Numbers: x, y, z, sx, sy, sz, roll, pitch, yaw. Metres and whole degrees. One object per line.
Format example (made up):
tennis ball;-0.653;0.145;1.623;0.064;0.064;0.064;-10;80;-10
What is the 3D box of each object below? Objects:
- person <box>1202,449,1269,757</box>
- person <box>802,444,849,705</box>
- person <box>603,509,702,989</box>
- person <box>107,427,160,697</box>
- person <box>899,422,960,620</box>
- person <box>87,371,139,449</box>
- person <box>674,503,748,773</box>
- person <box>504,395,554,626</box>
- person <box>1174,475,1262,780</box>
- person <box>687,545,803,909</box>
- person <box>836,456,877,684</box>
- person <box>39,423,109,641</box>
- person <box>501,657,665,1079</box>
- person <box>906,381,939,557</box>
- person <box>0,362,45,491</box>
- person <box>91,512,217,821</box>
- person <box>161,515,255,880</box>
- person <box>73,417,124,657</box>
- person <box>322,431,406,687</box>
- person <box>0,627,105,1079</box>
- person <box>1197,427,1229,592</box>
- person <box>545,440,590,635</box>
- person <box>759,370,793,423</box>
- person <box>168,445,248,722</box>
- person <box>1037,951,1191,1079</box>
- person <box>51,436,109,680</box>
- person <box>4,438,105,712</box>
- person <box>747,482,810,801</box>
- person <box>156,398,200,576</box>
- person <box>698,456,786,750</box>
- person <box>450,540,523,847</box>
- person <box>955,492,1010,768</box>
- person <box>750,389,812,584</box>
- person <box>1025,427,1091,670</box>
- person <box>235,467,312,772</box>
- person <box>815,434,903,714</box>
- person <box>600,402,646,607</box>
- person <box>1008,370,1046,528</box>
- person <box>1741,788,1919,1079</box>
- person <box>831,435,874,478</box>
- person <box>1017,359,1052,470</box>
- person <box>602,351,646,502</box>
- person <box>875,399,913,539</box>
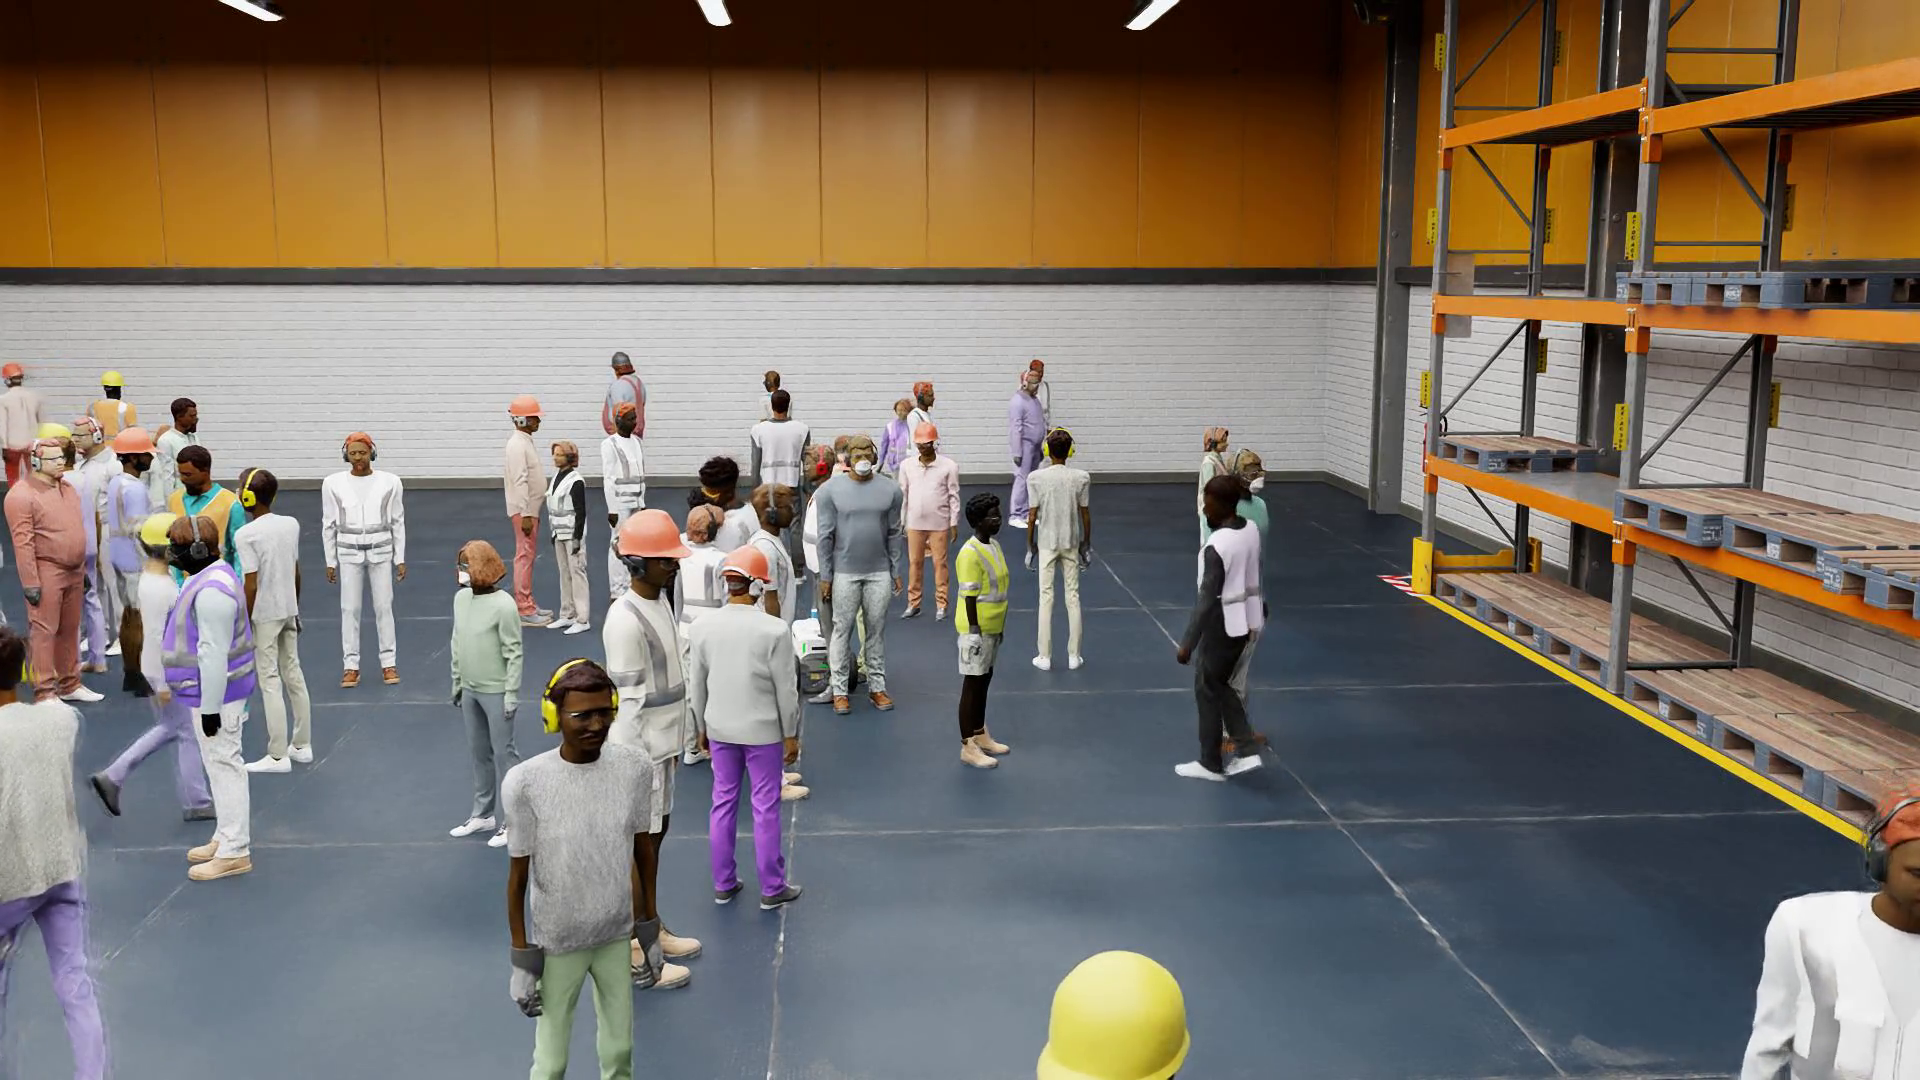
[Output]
person;1.768;0.386;10.552;0.372;1.940;0.627;7;11;37
person;-0.928;0.237;11.781;0.372;1.843;0.570;-2;9;-11
person;-1.306;0.878;7.134;0.378;2.041;0.616;0;9;1
person;-5.919;0.156;11.999;0.376;1.939;0.547;-7;12;-39
person;-0.286;-0.164;14.585;0.569;1.749;0.342;2;9;15
person;-9.716;-0.981;19.173;0.587;1.927;0.364;0;9;2
person;-1.542;0.597;10.161;0.512;1.642;0.312;7;12;39
person;-3.743;-0.256;14.408;0.381;1.995;0.611;-2;9;-11
person;1.528;0.534;9.850;0.501;1.871;0.651;7;11;36
person;-1.013;0.892;7.983;0.560;1.743;0.341;4;10;21
person;-0.752;0.191;12.354;0.329;1.751;0.569;-1;9;-4
person;-7.374;-0.064;13.758;0.593;1.822;0.416;4;10;23
person;-1.179;1.273;5.250;0.501;1.861;0.334;-6;11;-35
person;-0.395;-0.769;17.985;0.355;1.882;0.576;2;9;12
person;-11.478;-1.200;20.419;0.825;1.966;0.626;6;11;32
person;-4.402;0.710;9.128;0.671;1.744;0.533;-4;10;-25
person;-3.794;0.780;8.419;0.430;1.836;0.626;-4;10;-26
person;-6.877;-0.028;13.251;0.653;1.906;0.408;4;10;23
person;-4.385;0.141;12.266;0.575;1.883;0.355;-3;10;-19
person;-3.340;1.191;5.811;0.889;1.828;0.490;5;10;30
person;2.330;-0.220;15.292;0.305;1.639;0.522;3;9;16
person;-3.316;-0.027;14.072;0.311;1.645;0.514;-7;11;-37
person;-2.315;-1.209;20.909;0.349;1.837;0.502;9;13;44
person;-5.011;0.306;11.142;0.590;1.911;0.396;3;10;19
person;0.272;1.616;2.874;0.593;1.922;0.383;2;9;15
person;-6.649;0.134;12.467;0.351;1.838;0.511;3;9;17
person;-6.281;0.241;11.566;0.410;1.909;0.643;1;9;5
person;-1.074;0.580;9.626;0.345;1.847;0.508;-2;9;-13
person;-7.163;-0.355;15.316;0.399;1.911;0.596;0;9;3
person;-1.301;0.419;10.418;0.563;1.923;0.693;2;9;10
person;-2.528;0.808;8.857;0.507;1.633;0.276;6;11;35
person;0.141;0.546;10.307;0.318;1.697;0.535;3;9;17
person;-1.738;-0.508;16.234;0.597;1.916;0.371;-1;9;-9
person;0.752;0.068;12.769;0.514;1.872;0.328;-1;9;-4
person;-4.211;0.486;10.130;0.333;1.876;0.520;3;10;19
person;-0.684;0.231;11.530;0.630;1.940;0.372;-3;10;-20
person;-3.030;-0.313;15.116;0.349;1.882;0.584;3;10;18
person;0.827;-1.090;19.970;0.401;1.896;0.639;4;10;25
person;2.139;1.496;3.832;0.612;1.853;0.798;3;10;18
person;-0.947;-0.163;15.029;0.522;1.609;0.683;4;10;24
person;1.038;-1.540;22.851;0.584;1.879;0.368;-8;12;-42
person;-4.425;-1.459;21.818;0.536;2.000;0.684;3;10;19
person;-0.670;-0.812;19.107;0.529;1.609;0.677;6;11;32
